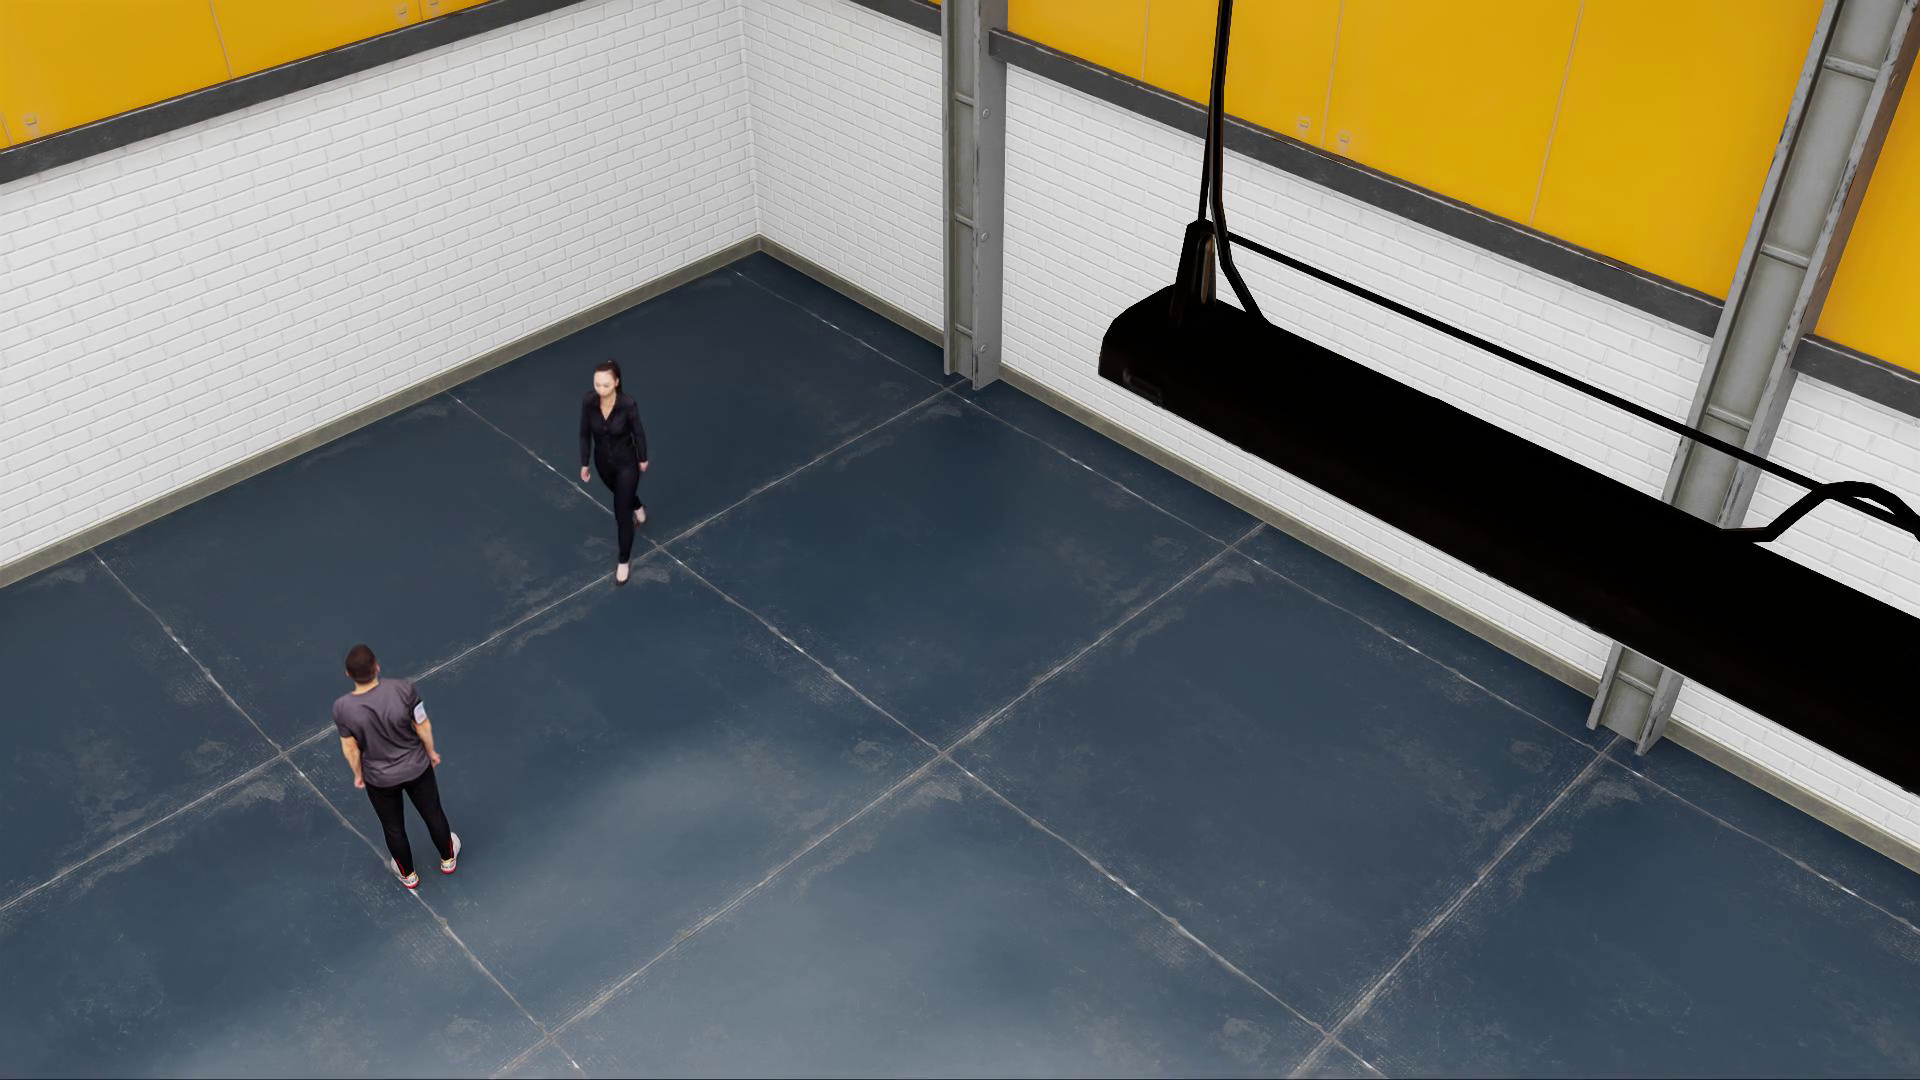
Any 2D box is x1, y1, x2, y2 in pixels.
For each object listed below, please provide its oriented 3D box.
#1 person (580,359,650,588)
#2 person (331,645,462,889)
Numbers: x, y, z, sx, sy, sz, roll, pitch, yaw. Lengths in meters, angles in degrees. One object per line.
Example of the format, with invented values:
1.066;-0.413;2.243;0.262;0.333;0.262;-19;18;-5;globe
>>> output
-2.415;-0.565;11.781;1.072;1.675;1.003;7;39;9;person
-3.193;1.283;9.396;0.710;1.764;0.680;-15;41;-18;person
